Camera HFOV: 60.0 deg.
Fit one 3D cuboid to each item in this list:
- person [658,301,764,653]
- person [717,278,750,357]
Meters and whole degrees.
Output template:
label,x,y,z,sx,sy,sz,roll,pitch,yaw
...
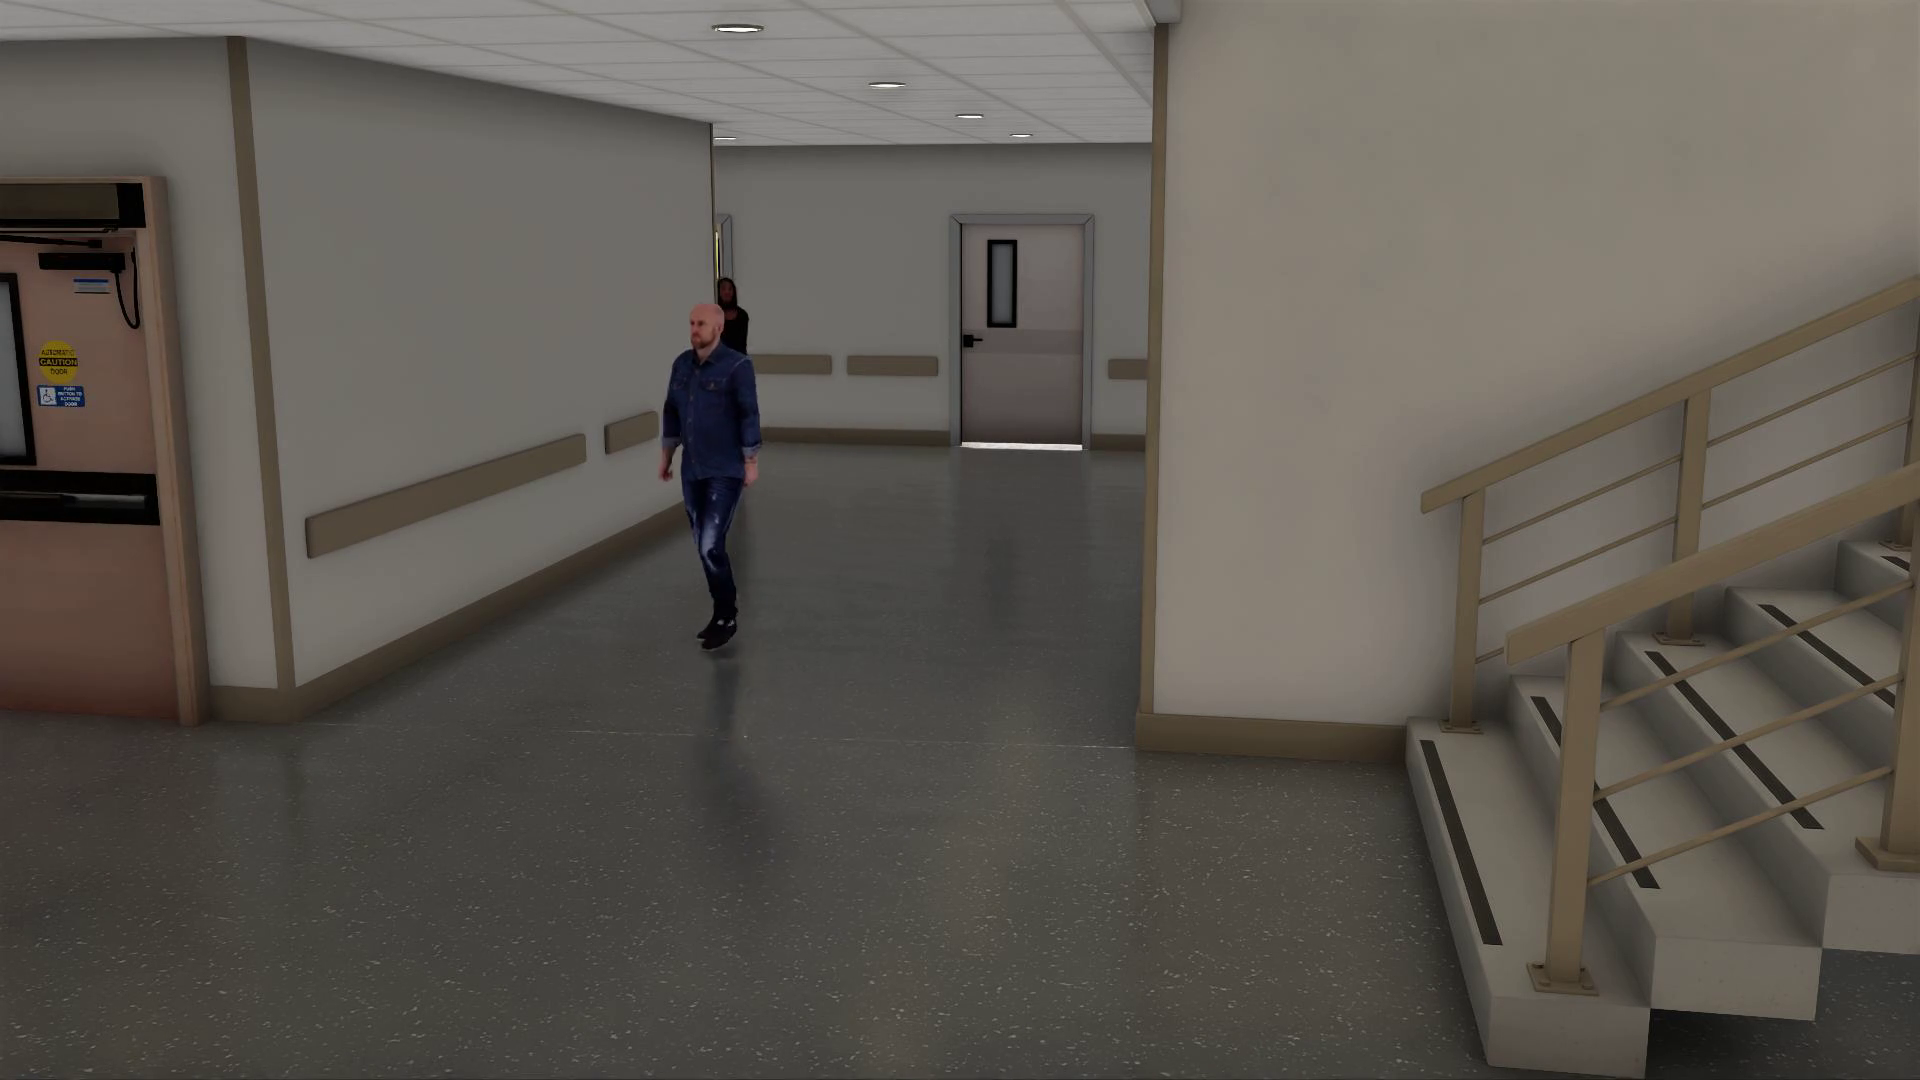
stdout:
label,x,y,z,sx,sy,sz,roll,pitch,yaw
person,-1.266,-0.346,8.830,0.810,1.805,0.912,8,13,36
person,-2.265,-1.613,15.839,1.208,1.682,1.130,-5,12,-23
